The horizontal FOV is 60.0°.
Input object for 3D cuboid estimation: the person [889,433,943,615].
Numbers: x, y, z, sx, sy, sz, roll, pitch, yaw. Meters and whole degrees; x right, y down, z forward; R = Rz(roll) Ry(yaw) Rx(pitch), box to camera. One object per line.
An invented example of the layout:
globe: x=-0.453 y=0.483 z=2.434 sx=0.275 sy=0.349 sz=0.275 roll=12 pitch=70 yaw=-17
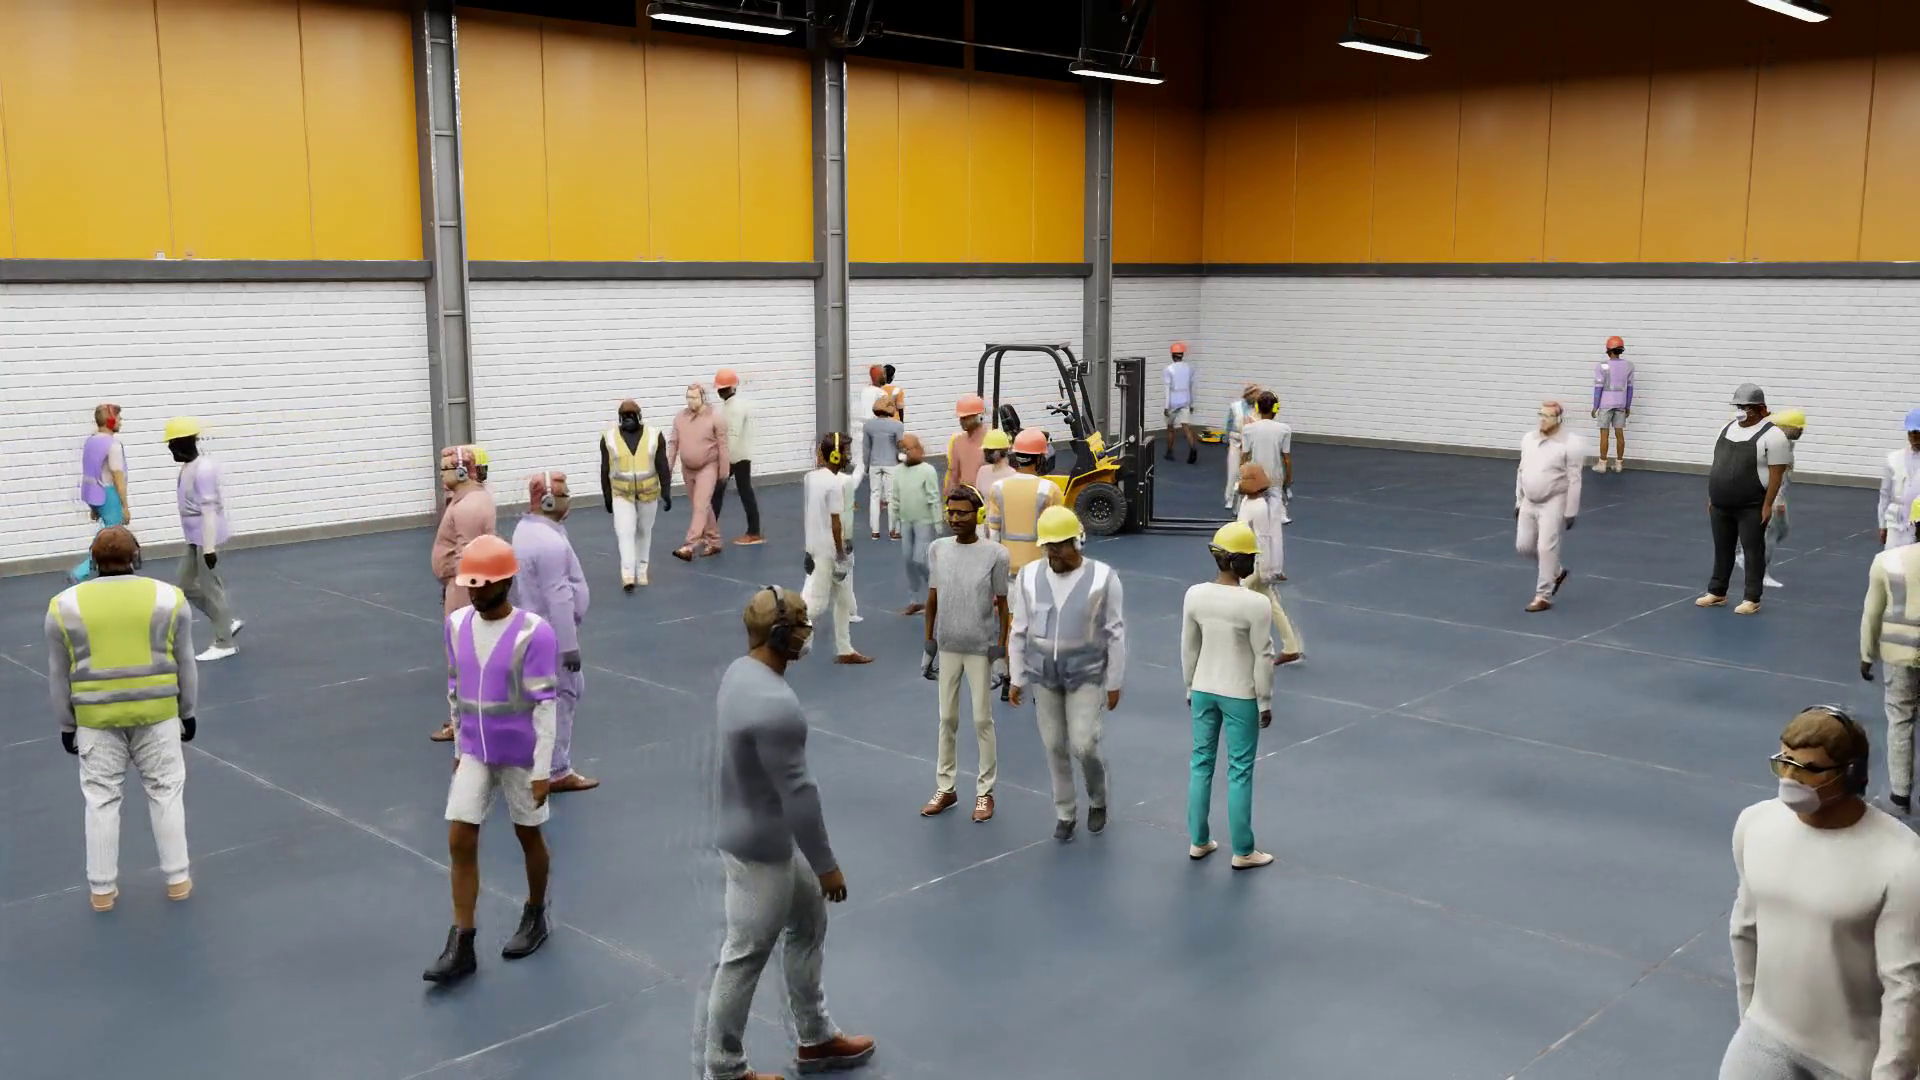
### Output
person: x=-0.388 y=-0.128 z=14.510 sx=0.545 sy=1.611 sz=0.356 roll=7 pitch=12 yaw=36

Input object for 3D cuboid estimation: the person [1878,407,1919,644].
person: x=7.723 y=-0.110 z=13.418 sx=0.584 sy=1.936 sz=0.627 roll=-6 pitch=11 yaw=-34

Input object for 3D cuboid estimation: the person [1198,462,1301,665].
person: x=2.208 y=0.194 z=12.632 sx=0.877 sy=1.586 sz=0.494 roll=1 pitch=9 yaw=5

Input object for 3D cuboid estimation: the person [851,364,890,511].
person: x=-1.122 y=-1.282 z=20.876 sx=0.575 sy=1.853 sz=0.907 roll=9 pitch=13 yaw=44

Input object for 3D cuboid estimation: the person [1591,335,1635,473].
person: x=9.705 y=-2.017 z=24.774 sx=0.607 sy=2.048 sz=0.370 roll=-1 pitch=9 yaw=-7

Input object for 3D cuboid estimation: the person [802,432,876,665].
person: x=-1.090 y=0.098 z=12.527 sx=0.862 sy=1.826 sz=0.540 roll=-3 pitch=10 yaw=-16

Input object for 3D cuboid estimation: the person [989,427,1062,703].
person: x=0.479 y=0.180 z=11.637 sx=0.551 sy=1.937 sz=0.357 roll=4 pitch=10 yaw=24

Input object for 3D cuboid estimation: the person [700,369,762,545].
person: x=-2.596 y=-0.885 z=18.162 sx=0.922 sy=1.944 sz=0.605 roll=-5 pitch=11 yaw=-28

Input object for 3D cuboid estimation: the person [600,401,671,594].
person: x=-3.046 y=-0.408 z=15.662 sx=0.645 sy=1.789 sz=0.955 roll=-2 pitch=10 yaw=-13

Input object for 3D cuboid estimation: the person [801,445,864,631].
person: x=-1.130 y=-0.031 z=14.014 sx=0.529 sy=1.620 sz=0.799 roll=5 pitch=10 yaw=28

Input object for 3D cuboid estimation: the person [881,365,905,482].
person: x=-1.030 y=-1.626 z=23.472 sx=0.535 sy=1.691 sz=0.318 roll=3 pitch=10 yaw=16

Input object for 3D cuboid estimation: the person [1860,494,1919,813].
person: x=5.347 y=0.626 z=9.255 sx=0.616 sy=1.815 sz=0.422 roll=4 pitch=10 yaw=24

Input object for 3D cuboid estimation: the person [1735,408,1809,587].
person: x=7.789 y=-0.403 z=15.887 sx=0.483 sy=1.723 sz=0.496 roll=5 pitch=11 yaw=30

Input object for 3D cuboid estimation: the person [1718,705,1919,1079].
person: x=2.330 y=1.371 z=4.506 sx=1.017 sy=1.895 sz=0.644 roll=-5 pitch=11 yaw=-29

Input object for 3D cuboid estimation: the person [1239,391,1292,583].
person: x=2.964 y=-0.514 z=16.119 sx=0.519 sy=1.865 sz=0.326 roll=3 pitch=10 yaw=16

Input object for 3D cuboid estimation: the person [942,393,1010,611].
person: x=0.131 y=-0.288 z=14.438 sx=0.779 sy=1.959 sz=0.693 roll=-9 pitch=13 yaw=-43

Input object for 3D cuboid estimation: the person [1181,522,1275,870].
person: x=1.365 y=0.785 z=8.461 sx=0.526 sy=1.765 sz=0.329 roll=8 pitch=13 yaw=42

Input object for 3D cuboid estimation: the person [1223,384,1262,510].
person: x=3.553 y=-1.158 z=20.864 sx=0.575 sy=1.591 sz=0.678 roll=4 pitch=10 yaw=21

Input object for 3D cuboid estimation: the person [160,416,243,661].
person: x=-5.897 y=-0.009 z=12.889 sx=0.443 sy=1.901 sz=0.698 roll=-7 pitch=11 yaw=-35

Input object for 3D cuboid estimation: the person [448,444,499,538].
person: x=-3.583 y=0.170 z=12.290 sx=0.433 sy=1.753 sz=0.531 roll=-8 pitch=12 yaw=-40

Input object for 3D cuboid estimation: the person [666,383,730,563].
person: x=-2.769 y=-0.696 z=17.276 sx=0.639 sy=1.848 sz=1.002 roll=5 pitch=11 yaw=29

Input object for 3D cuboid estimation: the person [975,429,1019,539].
person: x=0.316 y=-0.068 z=13.844 sx=0.931 sy=1.720 sz=0.538 roll=-6 pitch=11 yaw=-34

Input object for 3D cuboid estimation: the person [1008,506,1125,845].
person: x=0.559 y=0.713 z=8.772 sx=0.599 sy=1.807 sz=0.424 roll=3 pitch=10 yaw=20

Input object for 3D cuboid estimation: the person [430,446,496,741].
person: x=-3.222 y=0.334 z=10.808 sx=0.422 sy=1.905 sz=0.657 roll=-1 pitch=9 yaw=-9

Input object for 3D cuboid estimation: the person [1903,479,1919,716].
person: x=6.723 y=0.233 z=11.333 sx=0.664 sy=1.938 sz=0.416 roll=-1 pitch=9 yaw=-8

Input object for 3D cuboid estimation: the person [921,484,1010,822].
person: x=0.023 y=0.616 z=9.169 sx=0.513 sy=1.872 sz=0.328 roll=4 pitch=10 yaw=21

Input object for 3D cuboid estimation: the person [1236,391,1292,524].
person: x=3.616 y=-0.996 z=19.920 sx=0.520 sy=1.585 sz=0.875 roll=-6 pitch=11 yaw=-31

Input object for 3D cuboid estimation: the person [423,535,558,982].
person: x=-2.012 y=0.935 z=7.085 sx=0.583 sy=1.904 sz=0.836 roll=3 pitch=10 yaw=17

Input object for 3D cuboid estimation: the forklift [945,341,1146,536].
forklift: x=0.977 y=-1.223 z=19.452 sx=2.313 sy=2.155 sz=1.214 roll=2 pitch=9 yaw=11

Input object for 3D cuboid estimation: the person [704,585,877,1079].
person: x=-0.592 y=1.109 z=6.043 sx=0.817 sy=1.909 sz=0.635 roll=-2 pitch=10 yaw=-13

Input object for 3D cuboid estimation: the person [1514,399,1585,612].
person: x=5.261 y=-0.319 z=14.820 sx=0.580 sy=1.894 sz=0.655 roll=-5 pitch=11 yaw=-30

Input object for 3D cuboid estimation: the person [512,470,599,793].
person: x=-2.364 y=0.538 z=9.574 sx=0.485 sy=1.890 sz=0.652 roll=-4 pitch=10 yaw=-22

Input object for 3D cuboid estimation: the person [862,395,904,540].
person: x=-0.848 y=-0.811 z=18.643 sx=0.500 sy=1.633 sz=0.289 roll=3 pitch=10 yaw=18

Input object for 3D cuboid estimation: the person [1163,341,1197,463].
person: x=3.460 y=-2.155 z=26.063 sx=0.559 sy=1.914 sz=0.880 roll=-3 pitch=10 yaw=-16

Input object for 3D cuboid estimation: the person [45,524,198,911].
person: x=-3.969 y=0.838 z=7.940 sx=0.627 sy=1.834 sz=0.431 roll=-4 pitch=10 yaw=-25

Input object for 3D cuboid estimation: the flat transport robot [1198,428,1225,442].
flat transport robot: x=4.937 y=-1.853 z=29.199 sx=1.431 sy=0.197 sz=0.652 roll=0 pitch=9 yaw=1

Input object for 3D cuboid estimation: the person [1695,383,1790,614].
person: x=6.891 y=-0.373 z=14.714 sx=0.538 sy=2.000 sz=0.684 roll=-5 pitch=11 yaw=-29

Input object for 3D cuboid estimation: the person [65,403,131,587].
person: x=-7.791 y=-0.326 z=15.101 sx=0.583 sy=1.815 sz=0.723 roll=8 pitch=12 yaw=40
